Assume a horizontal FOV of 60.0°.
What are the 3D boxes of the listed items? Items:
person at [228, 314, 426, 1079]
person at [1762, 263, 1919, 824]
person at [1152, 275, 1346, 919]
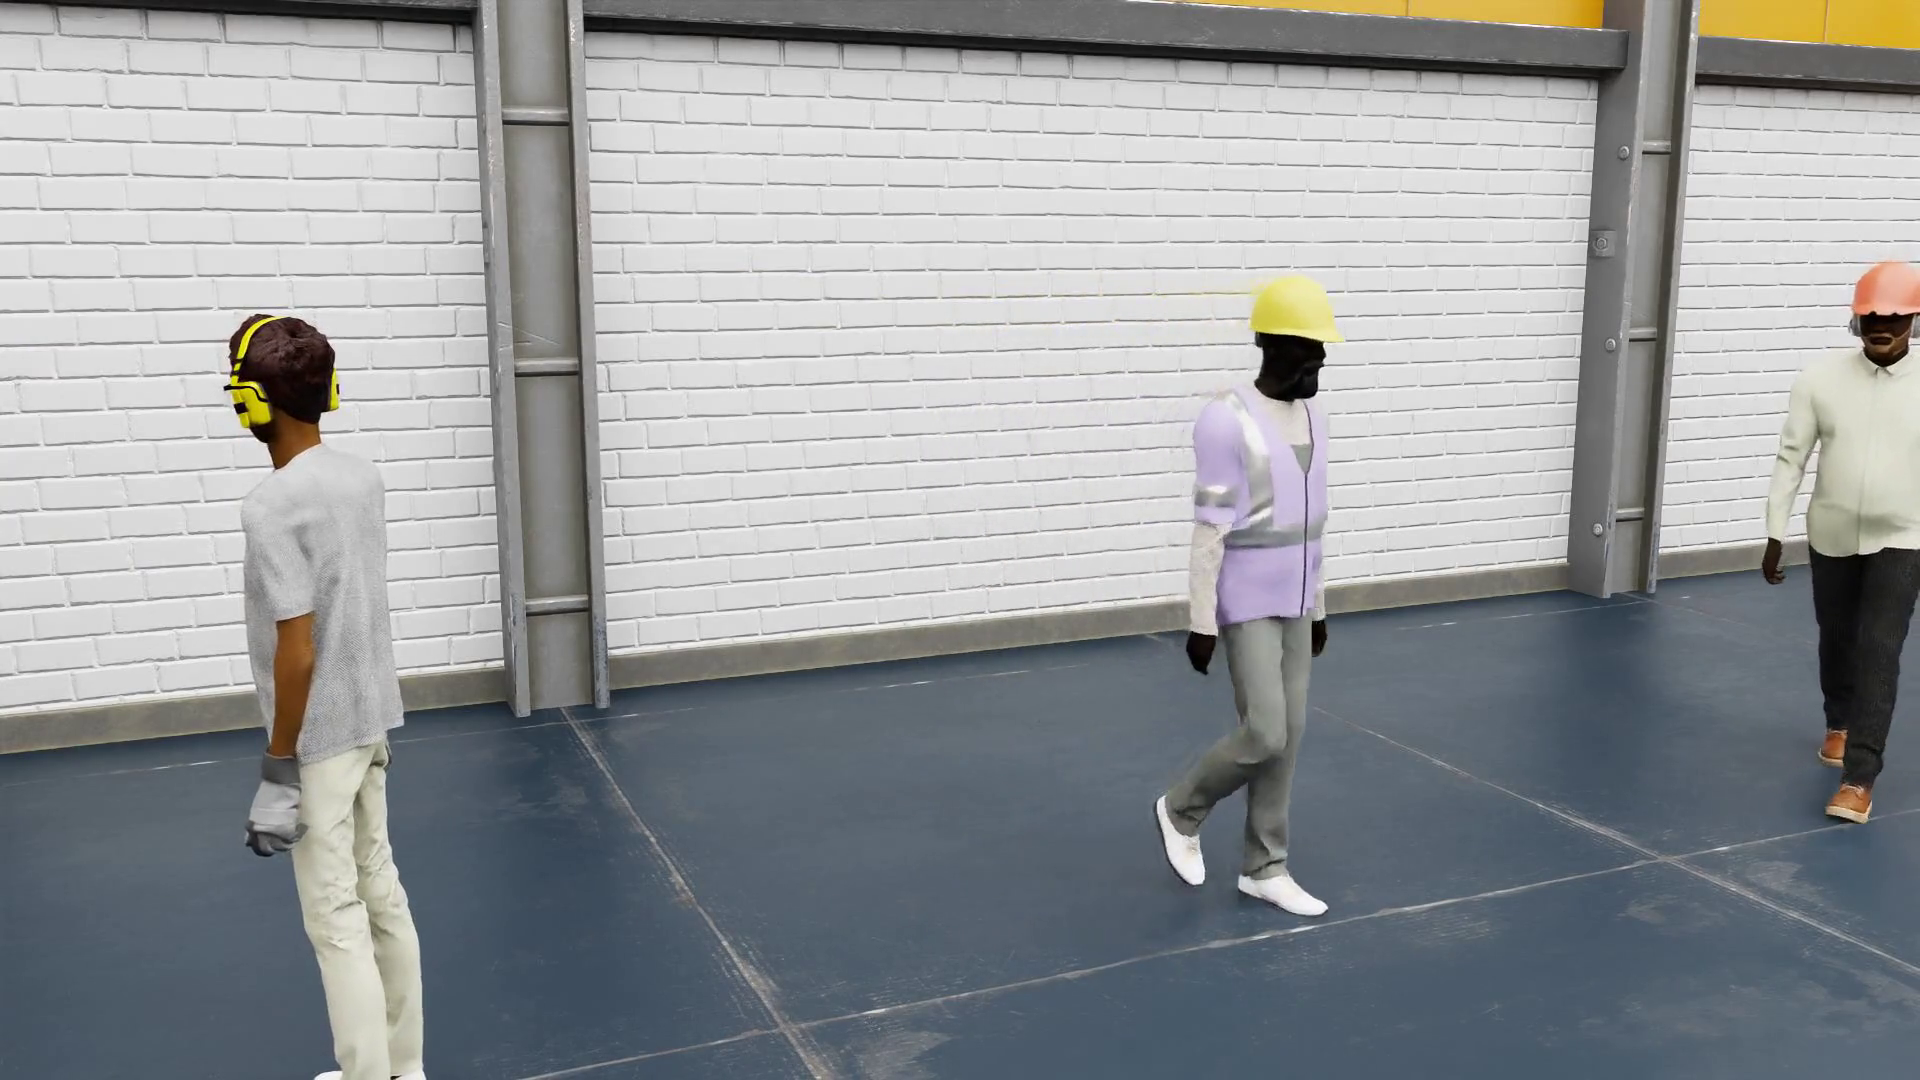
[{"bbox_3d":[-1.392,0.453,3.614,0.332,1.859,0.514,1,10,4],"label":"person"},{"bbox_3d":[3.299,-0.032,6.071,0.648,1.944,1.038,7,13,35],"label":"person"},{"bbox_3d":[0.896,0.172,4.981,0.595,1.914,0.480,-10,14,-44],"label":"person"}]
